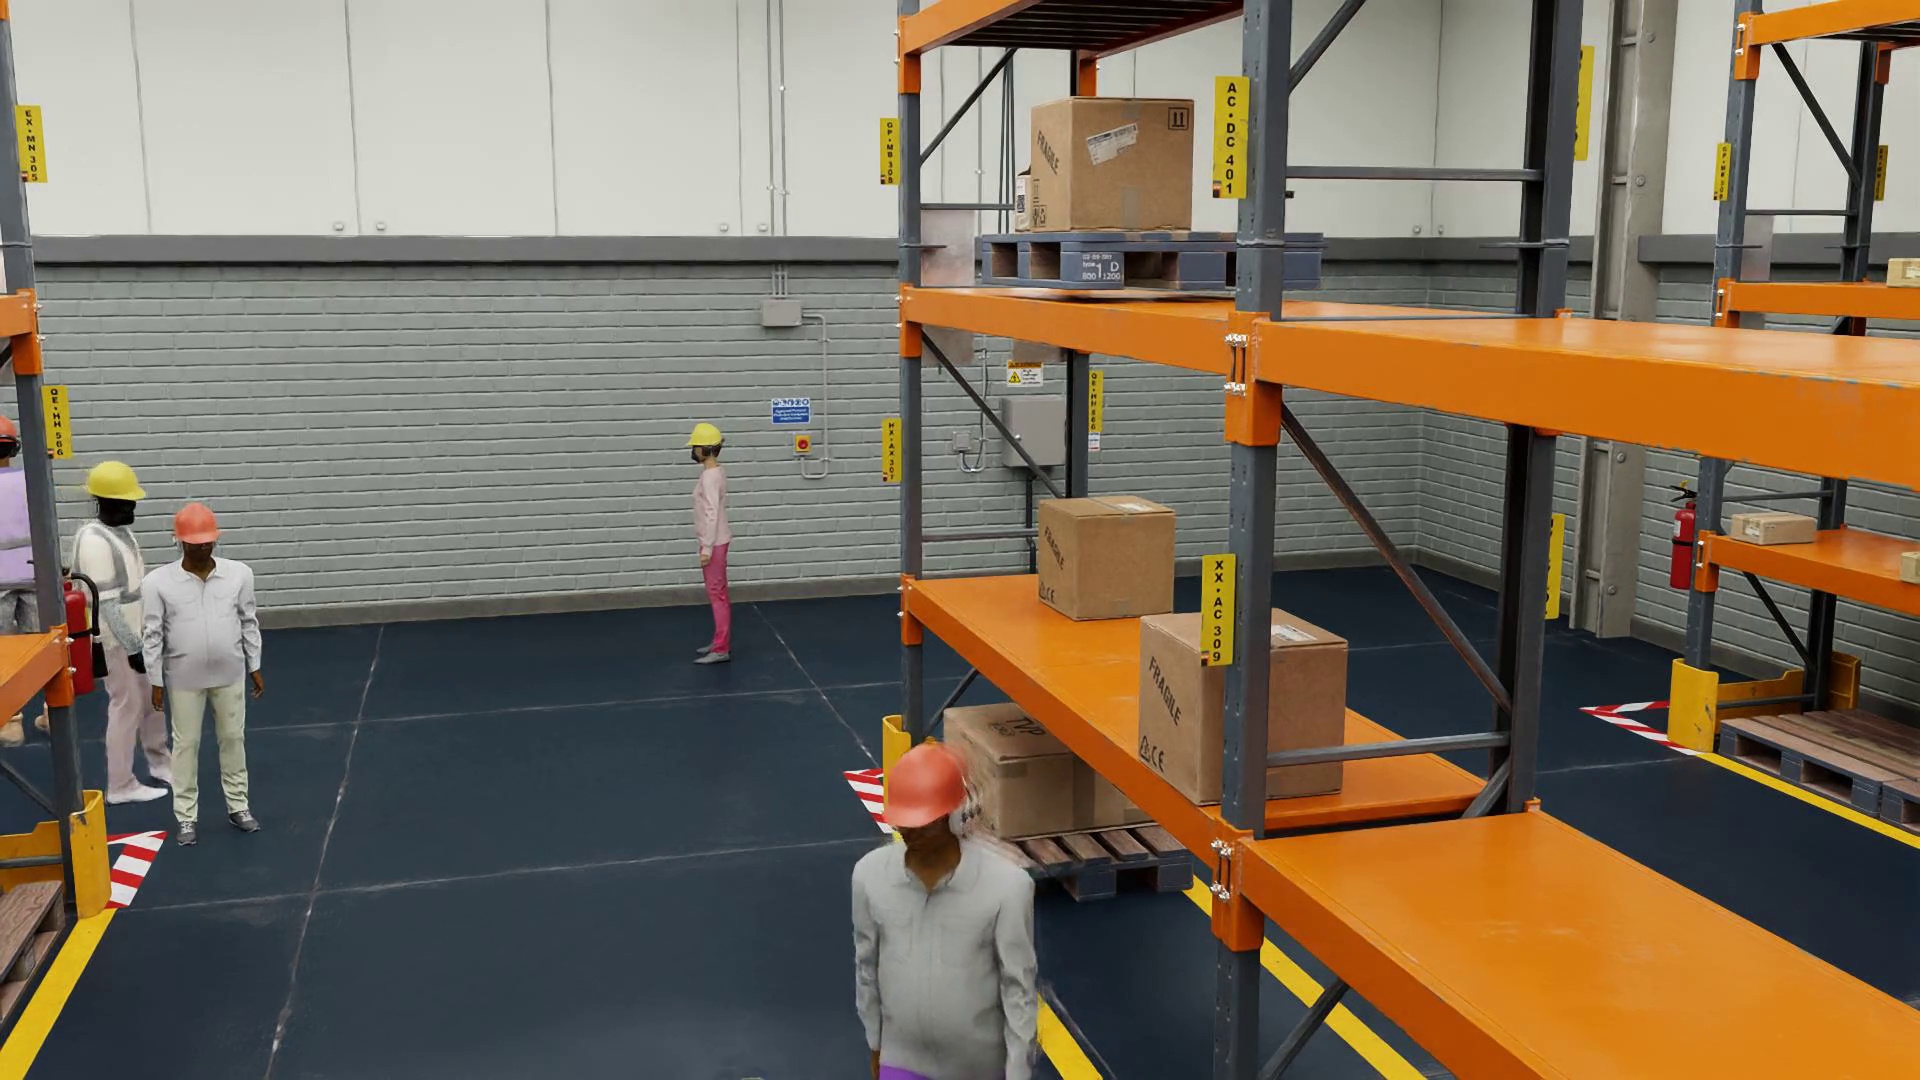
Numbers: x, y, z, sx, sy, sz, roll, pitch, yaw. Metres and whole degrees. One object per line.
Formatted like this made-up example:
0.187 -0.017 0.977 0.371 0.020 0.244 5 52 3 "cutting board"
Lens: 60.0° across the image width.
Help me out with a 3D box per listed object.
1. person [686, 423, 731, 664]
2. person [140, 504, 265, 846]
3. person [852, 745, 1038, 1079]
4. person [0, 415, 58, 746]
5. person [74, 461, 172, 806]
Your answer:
-1.839 0.026 12.210 0.311 1.768 0.532 -1 10 -4 "person"
-3.866 0.677 8.537 0.575 1.747 0.340 -8 12 -37 "person"
-0.036 1.385 4.634 0.567 1.713 0.887 3 10 16 "person"
-5.843 0.239 10.204 0.388 2.041 0.615 6 12 31 "person"
-4.558 0.505 9.100 0.457 1.900 0.647 -2 10 -12 "person"
